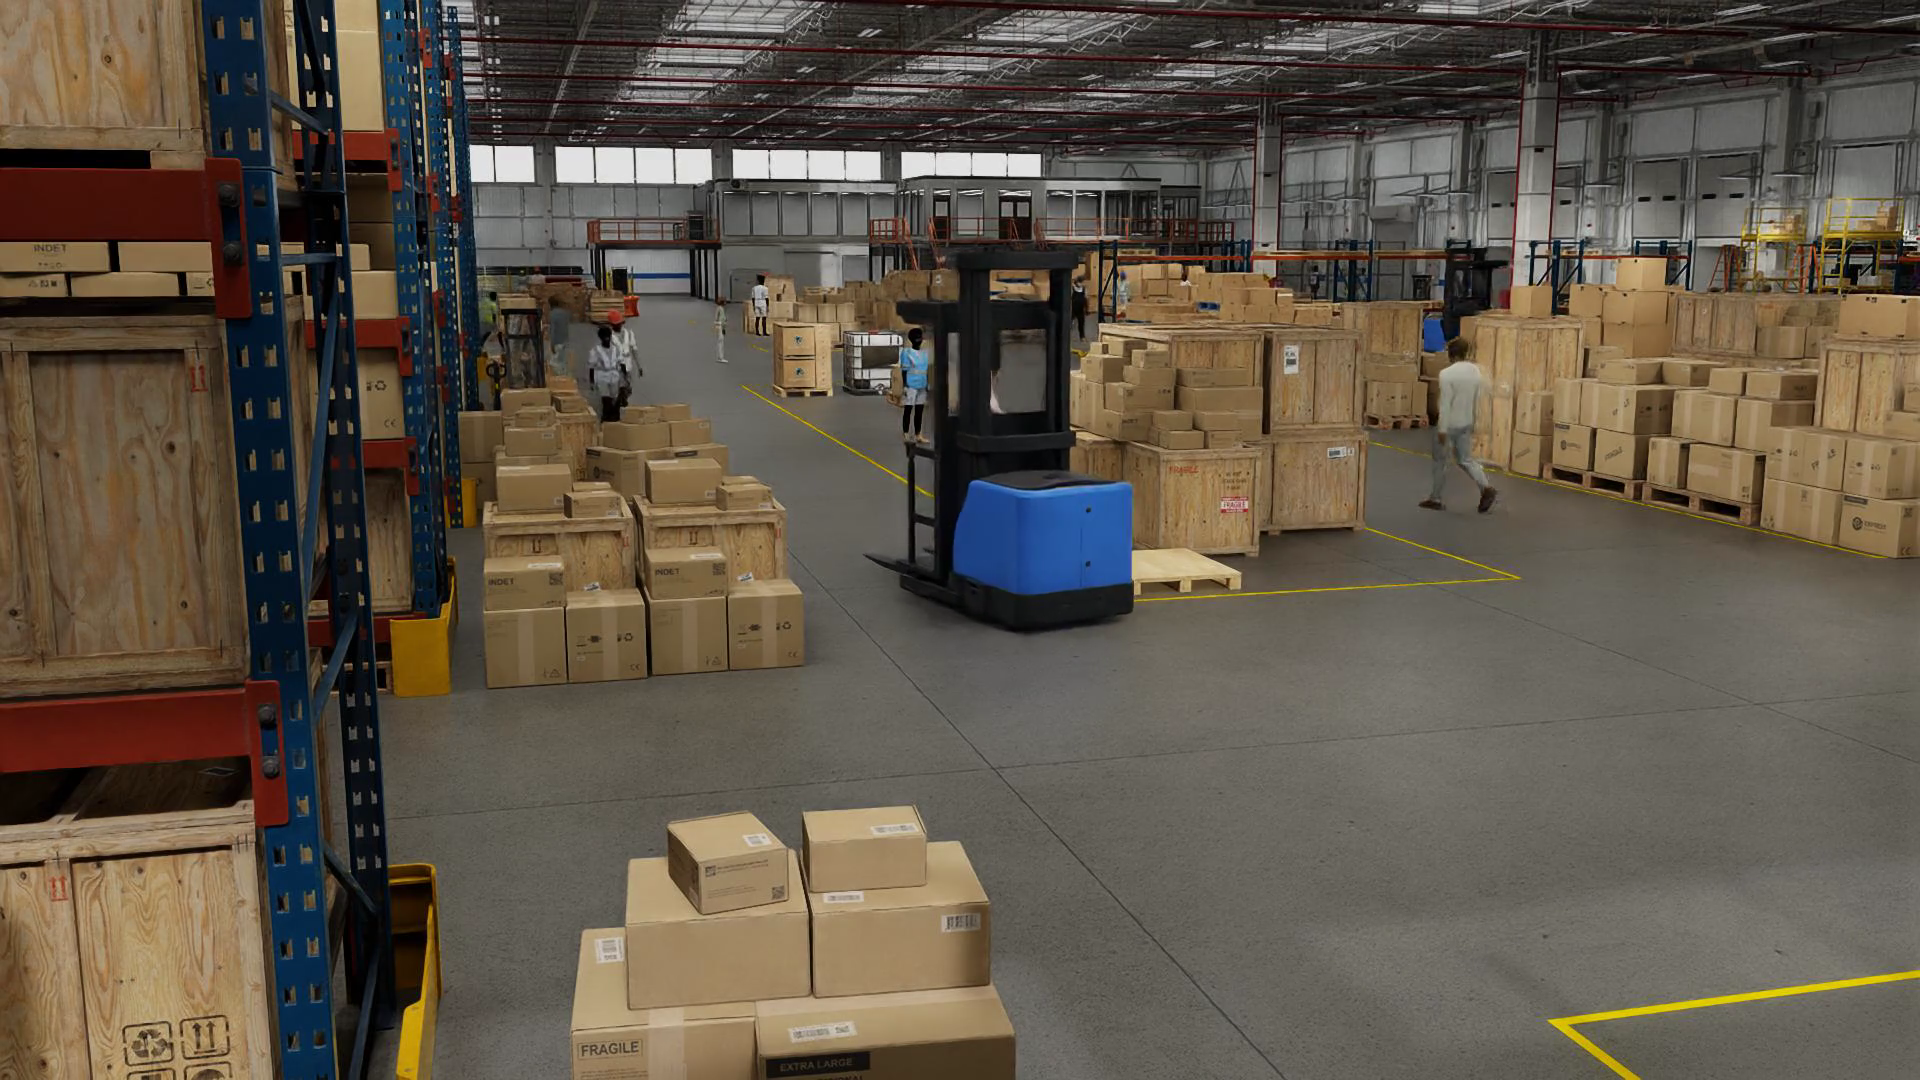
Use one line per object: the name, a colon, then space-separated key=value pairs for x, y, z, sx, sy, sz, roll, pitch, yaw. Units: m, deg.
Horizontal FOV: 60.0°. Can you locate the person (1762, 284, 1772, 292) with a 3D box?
person: x=21.448 y=-5.826 z=43.993 sx=0.683 sy=1.894 sz=0.660 roll=-1 pitch=10 yaw=-7

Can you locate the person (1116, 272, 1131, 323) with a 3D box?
person: x=6.180 y=-9.145 z=62.650 sx=0.611 sy=1.930 sz=0.627 roll=8 pitch=13 yaw=38

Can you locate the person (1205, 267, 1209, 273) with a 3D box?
person: x=11.436 y=-11.690 z=77.083 sx=0.388 sy=1.921 sz=0.594 roll=9 pitch=13 yaw=41

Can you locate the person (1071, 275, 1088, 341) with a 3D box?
person: x=3.467 y=-7.017 z=50.285 sx=0.906 sy=2.000 sz=0.642 roll=-3 pitch=11 yaw=-18

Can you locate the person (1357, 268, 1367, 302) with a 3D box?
person: x=19.120 y=-11.955 z=78.832 sx=0.726 sy=1.834 sz=0.484 roll=8 pitch=13 yaw=40

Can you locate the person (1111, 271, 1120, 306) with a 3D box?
person: x=6.240 y=-9.818 z=66.588 sx=0.352 sy=1.884 sz=0.579 roll=3 pitch=10 yaw=15

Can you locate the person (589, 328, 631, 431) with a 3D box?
person: x=-5.366 y=-2.413 z=25.336 sx=0.531 sy=1.643 sz=0.902 roll=-9 pitch=13 yaw=-41

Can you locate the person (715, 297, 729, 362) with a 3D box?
person: x=-5.921 y=-5.224 z=41.301 sx=0.314 sy=1.629 sz=0.508 roll=-3 pitch=10 yaw=-14

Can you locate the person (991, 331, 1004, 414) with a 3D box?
person: x=0.430 y=-2.715 z=26.216 sx=1.032 sy=1.944 sz=0.607 roll=8 pitch=13 yaw=38

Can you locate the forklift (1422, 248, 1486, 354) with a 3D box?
forklift: x=12.248 y=-5.722 z=40.575 sx=1.129 sy=2.768 sz=1.873 roll=-3 pitch=10 yaw=-15

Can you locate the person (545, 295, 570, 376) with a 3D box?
person: x=-7.910 y=-3.851 z=32.704 sx=0.444 sy=1.924 sz=0.644 roll=4 pitch=11 yaw=23

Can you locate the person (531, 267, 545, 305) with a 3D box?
person: x=-18.807 y=-11.183 z=74.132 sx=0.629 sy=1.936 sz=1.011 roll=0 pitch=10 yaw=0

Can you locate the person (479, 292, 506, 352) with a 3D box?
person: x=-12.754 y=-5.933 z=45.253 sx=0.872 sy=1.658 sz=0.532 roll=-9 pitch=13 yaw=-41

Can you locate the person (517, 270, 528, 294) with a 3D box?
person: x=-21.112 y=-12.165 z=80.302 sx=0.500 sy=1.727 sz=0.371 roll=-2 pitch=10 yaw=-11

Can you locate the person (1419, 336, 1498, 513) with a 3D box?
person: x=5.391 y=-1.232 z=17.907 sx=0.640 sy=1.912 sz=0.870 roll=-7 pitch=12 yaw=-34

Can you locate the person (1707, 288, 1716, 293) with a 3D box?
person: x=19.412 y=-5.612 z=43.027 sx=0.645 sy=1.790 sz=0.968 roll=8 pitch=13 yaw=37

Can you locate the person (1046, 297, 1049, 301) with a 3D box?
person: x=2.487 y=-5.830 z=44.092 sx=0.318 sy=1.858 sz=0.527 roll=-9 pitch=13 yaw=-42

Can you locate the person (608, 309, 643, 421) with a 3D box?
person: x=-5.460 y=-2.763 z=26.634 sx=0.640 sy=1.887 sz=0.822 roll=-7 pitch=12 yaw=-36

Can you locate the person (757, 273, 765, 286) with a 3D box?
person: x=-7.351 y=-9.084 z=62.440 sx=0.564 sy=1.891 sz=0.985 roll=1 pitch=10 yaw=6

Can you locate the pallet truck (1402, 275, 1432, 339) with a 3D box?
pallet truck: x=14.620 y=-7.324 z=52.145 sx=0.823 sy=1.965 sz=1.885 roll=8 pitch=13 yaw=40

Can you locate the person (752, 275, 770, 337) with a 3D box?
person: x=-6.323 y=-7.440 z=52.891 sx=0.612 sy=1.963 sz=0.361 roll=5 pitch=11 yaw=27

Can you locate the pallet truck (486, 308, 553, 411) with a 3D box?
pallet truck: x=-6.242 y=-2.418 z=24.362 sx=0.823 sy=1.965 sz=1.885 roll=1 pitch=10 yaw=3

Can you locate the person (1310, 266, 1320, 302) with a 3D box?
person: x=17.732 y=-12.760 z=83.194 sx=0.396 sy=1.910 sz=0.586 roll=-7 pitch=12 yaw=-34

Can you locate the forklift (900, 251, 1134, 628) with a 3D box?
forklift: x=0.449 y=-0.859 z=13.037 sx=1.129 sy=2.768 sz=1.873 roll=-6 pitch=11 yaw=-29

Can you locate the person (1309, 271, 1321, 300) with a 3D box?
person: x=18.621 y=-13.430 z=87.193 sx=0.654 sy=1.829 sz=0.446 roll=-4 pitch=11 yaw=-23

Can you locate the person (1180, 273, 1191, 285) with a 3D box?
person: x=8.437 y=-9.067 z=62.377 sx=0.354 sy=1.877 sz=0.574 roll=-5 pitch=11 yaw=-27

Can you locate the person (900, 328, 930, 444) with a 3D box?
person: x=-0.645 y=-2.223 z=24.113 sx=0.319 sy=1.697 sz=0.532 roll=10 pitch=14 yaw=44
